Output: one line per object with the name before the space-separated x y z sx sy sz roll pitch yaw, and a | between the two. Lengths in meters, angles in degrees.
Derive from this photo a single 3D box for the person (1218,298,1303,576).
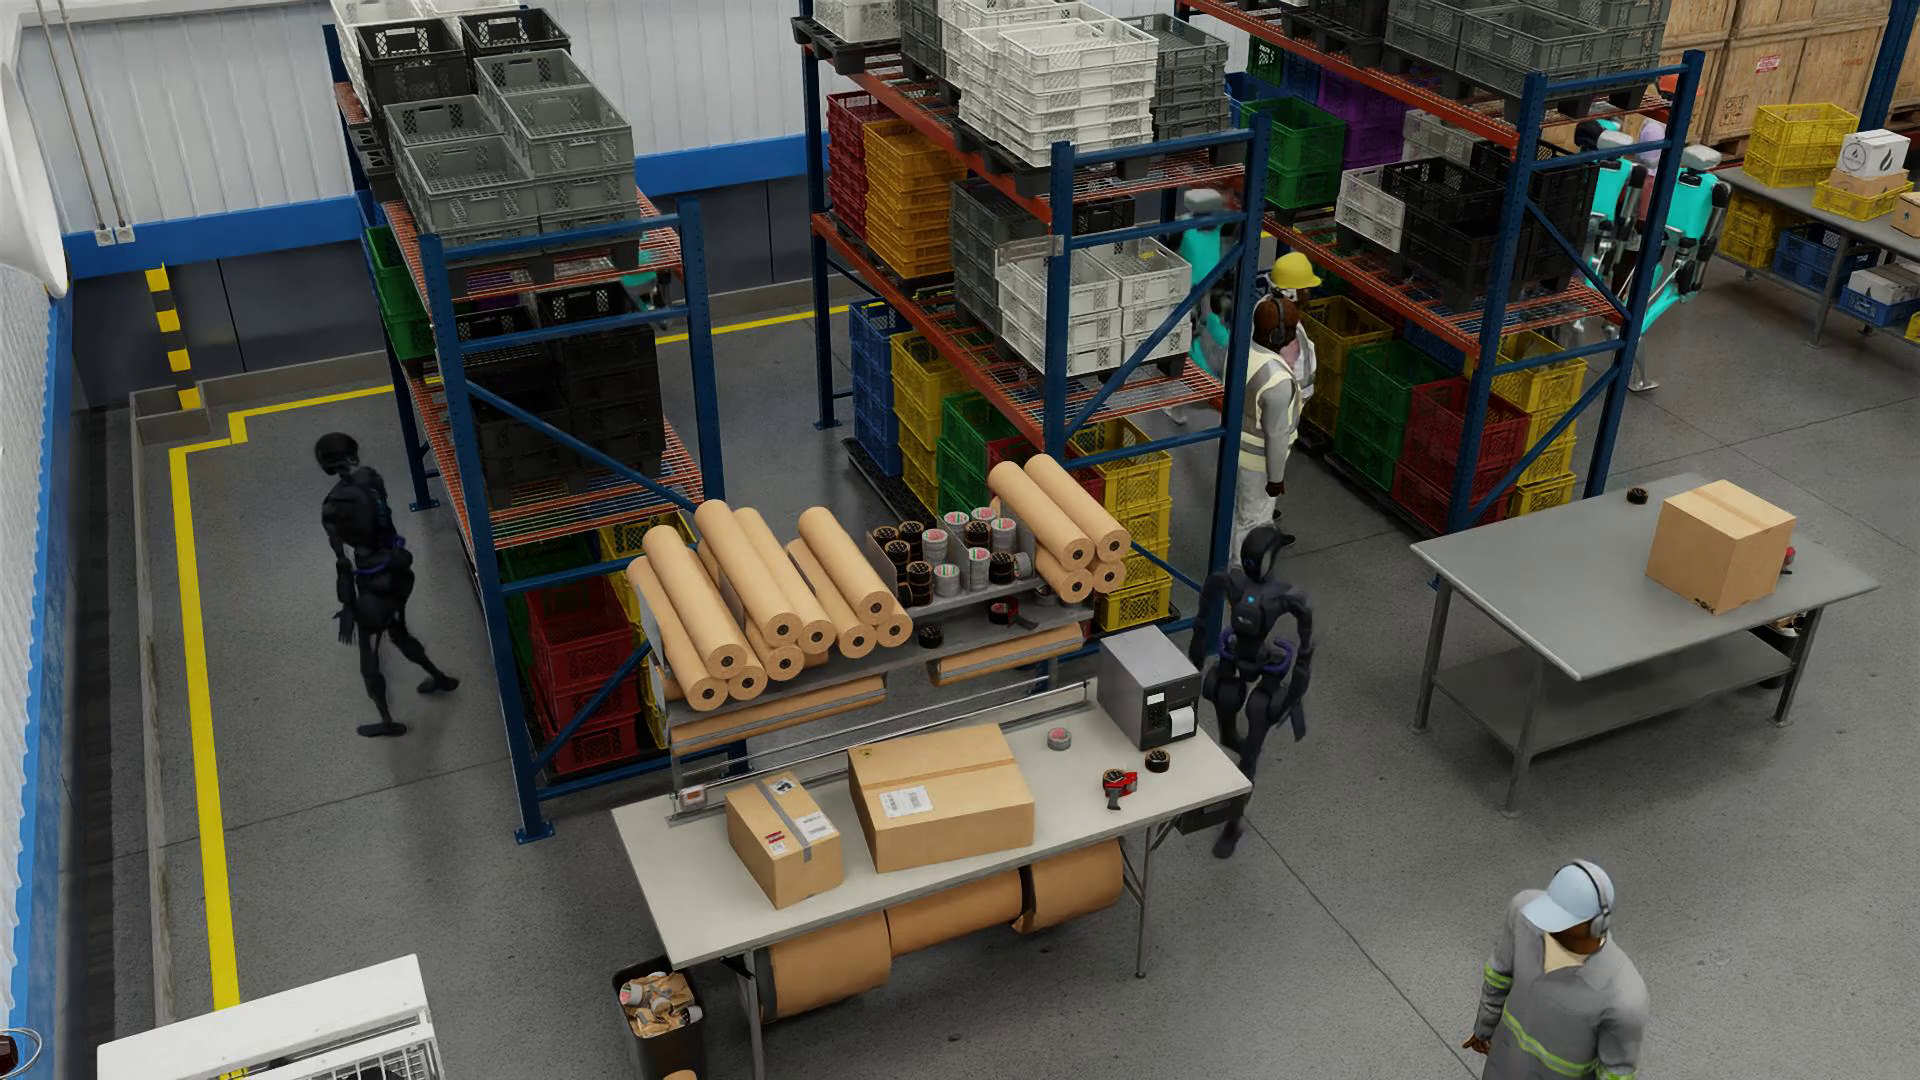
person | 1.660 -0.494 9.285 0.431 1.836 0.617 -9 33 -15

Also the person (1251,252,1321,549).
person | 1.875 -0.826 9.819 0.404 1.834 0.586 -2 32 -3

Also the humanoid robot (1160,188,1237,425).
humanoid robot | 1.694 -1.337 10.806 0.540 1.771 1.056 -17 35 -25

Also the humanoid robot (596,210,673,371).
humanoid robot | -2.227 -1.567 11.109 0.556 1.731 1.033 -18 36 -27

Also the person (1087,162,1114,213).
person | 0.990 -2.904 13.148 0.356 1.882 0.573 -27 41 -37

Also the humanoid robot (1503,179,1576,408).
humanoid robot | 3.966 -1.660 11.336 0.619 1.638 0.601 23 38 32

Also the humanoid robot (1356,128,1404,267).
humanoid robot | 3.116 -2.309 12.378 0.601 1.639 0.502 -19 36 -28

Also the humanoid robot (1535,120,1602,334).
humanoid robot | 4.481 -2.339 12.429 0.584 1.659 0.394 -15 35 -23

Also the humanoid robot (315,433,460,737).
humanoid robot | -2.887 0.211 8.297 0.418 1.636 0.613 4 32 7

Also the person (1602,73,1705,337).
person | 5.152 -2.525 12.383 0.375 2.043 0.607 16 35 24

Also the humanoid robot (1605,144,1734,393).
humanoid robot | 4.780 -1.829 11.462 0.709 1.712 0.532 -20 37 -29

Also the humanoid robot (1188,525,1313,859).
humanoid robot | 1.342 0.625 7.660 0.611 1.636 0.761 16 35 24

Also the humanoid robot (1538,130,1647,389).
humanoid robot | 4.377 -1.878 11.696 0.569 1.839 0.849 12 33 18

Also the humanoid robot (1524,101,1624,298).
humanoid robot | 4.554 -2.587 12.719 0.717 1.736 0.534 18 36 27

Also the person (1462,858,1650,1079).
person | 1.915 1.784 5.563 0.394 1.850 0.598 -14 34 -22
